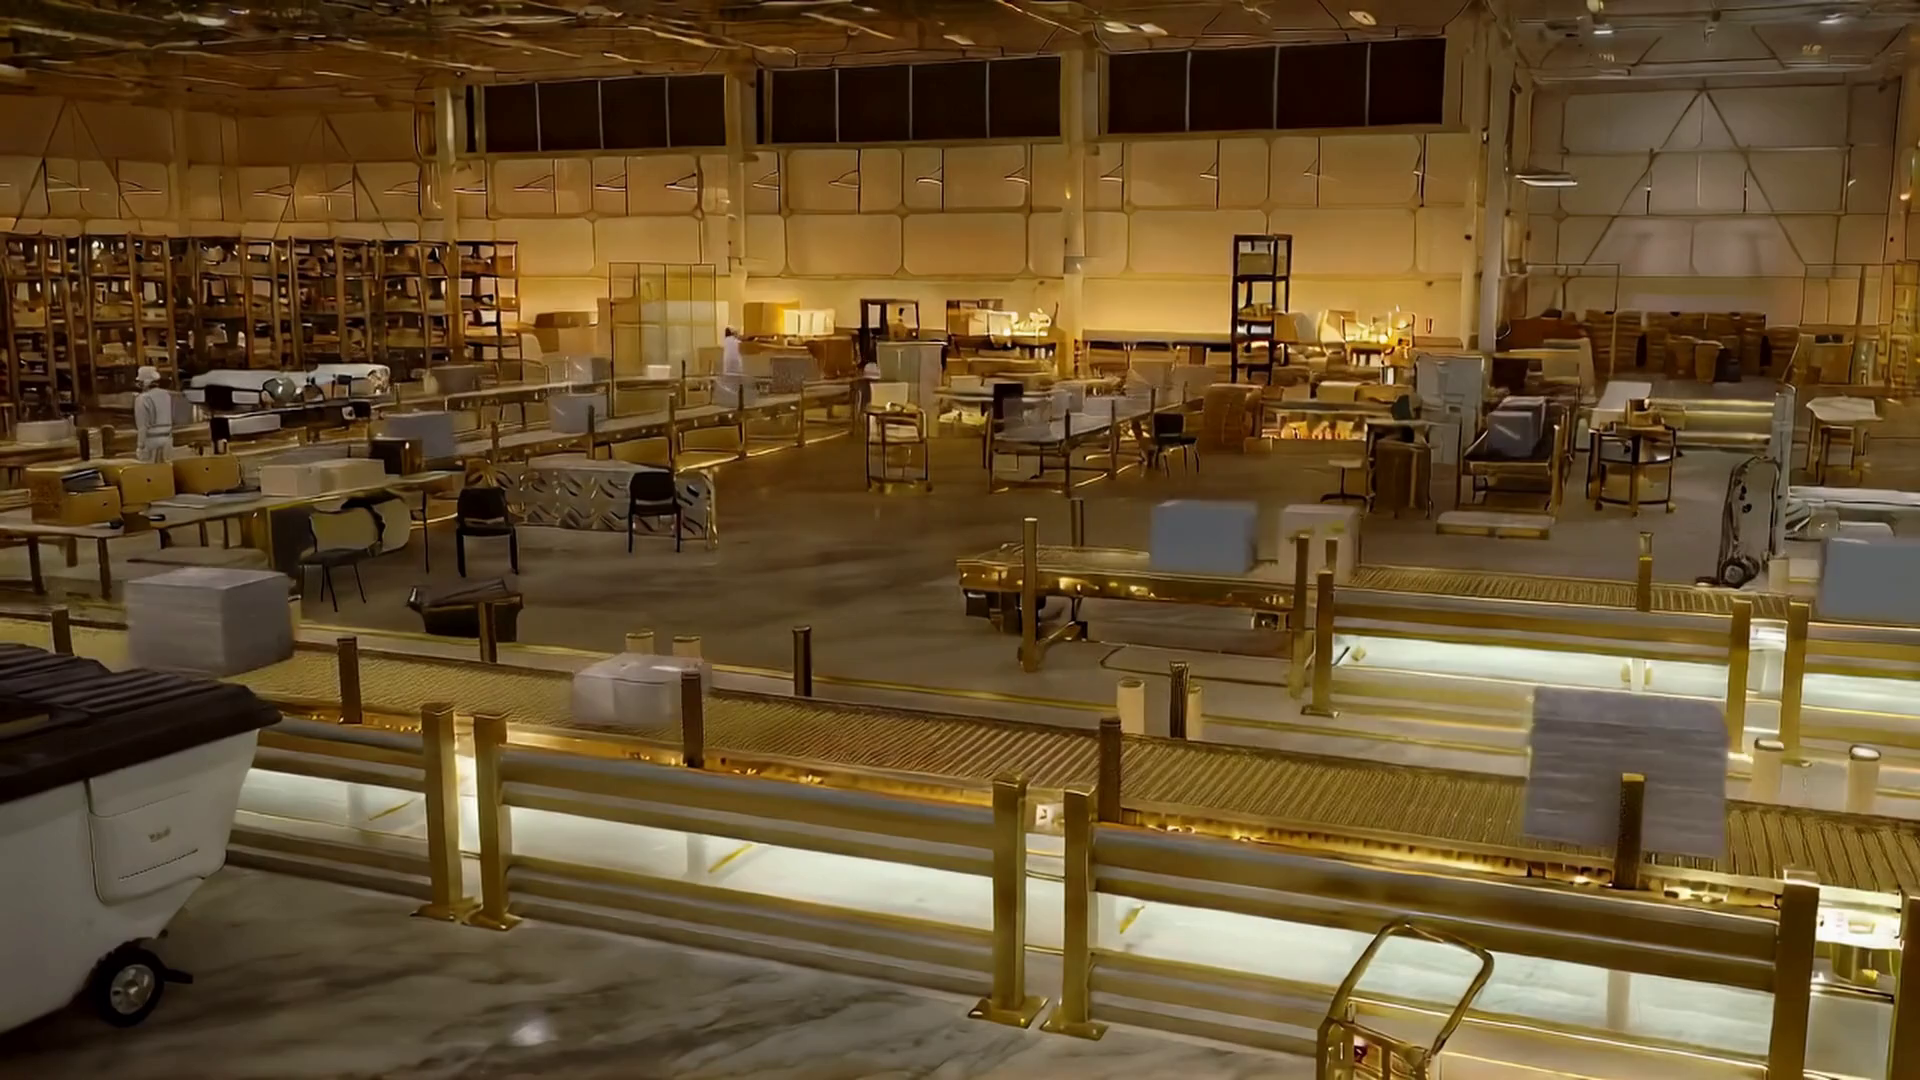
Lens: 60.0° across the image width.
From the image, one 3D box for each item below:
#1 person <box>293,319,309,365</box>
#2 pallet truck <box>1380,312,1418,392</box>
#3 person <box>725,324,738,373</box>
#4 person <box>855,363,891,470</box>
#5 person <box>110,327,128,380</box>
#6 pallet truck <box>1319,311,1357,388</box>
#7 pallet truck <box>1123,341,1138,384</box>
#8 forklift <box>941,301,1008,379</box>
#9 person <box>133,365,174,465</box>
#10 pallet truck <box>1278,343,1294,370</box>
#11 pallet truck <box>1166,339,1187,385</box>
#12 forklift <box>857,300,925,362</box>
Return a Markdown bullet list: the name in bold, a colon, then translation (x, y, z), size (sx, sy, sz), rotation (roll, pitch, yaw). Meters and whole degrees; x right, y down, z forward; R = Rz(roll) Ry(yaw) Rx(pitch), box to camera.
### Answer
- **person**: translation (-15.939, -4.606, 40.342), size (0.612, 1.991, 0.392), rotation (8, 12, 40)
- **pallet truck**: translation (10.207, -4.283, 38.369), size (0.823, 1.965, 1.885), rotation (3, 10, 20)
- **person**: translation (-5.174, -4.005, 37.552), size (0.344, 1.722, 0.626), rotation (1, 9, 4)
- **person**: translation (-1.314, -1.848, 24.865), size (0.514, 1.587, 0.864), rotation (3, 10, 15)
- **person**: translation (-19.457, -4.231, 38.548), size (0.566, 1.835, 0.376), rotation (6, 11, 32)
- **pallet truck**: translation (9.071, -4.419, 39.190), size (0.823, 1.965, 1.885), rotation (5, 10, 26)
- **pallet truck**: translation (4.445, -4.380, 41.279), size (0.680, 1.201, 1.601), rotation (4, 10, 22)
- **forklift**: translation (0.365, -4.966, 41.571), size (1.157, 1.987, 2.680), rotation (3, 10, 20)
- **person**: translation (-9.781, -1.198, 20.168), size (0.403, 1.835, 0.586), rotation (2, 10, 13)
- **pallet truck**: translation (7.886, -4.163, 39.743), size (0.653, 1.274, 1.630), rotation (4, 10, 22)
- **pallet truck**: translation (5.418, -4.269, 40.420), size (0.704, 1.261, 1.522), rotation (3, 10, 20)
- **forklift**: translation (-1.732, -5.109, 42.468), size (1.157, 1.987, 2.680), rotation (4, 10, 22)
